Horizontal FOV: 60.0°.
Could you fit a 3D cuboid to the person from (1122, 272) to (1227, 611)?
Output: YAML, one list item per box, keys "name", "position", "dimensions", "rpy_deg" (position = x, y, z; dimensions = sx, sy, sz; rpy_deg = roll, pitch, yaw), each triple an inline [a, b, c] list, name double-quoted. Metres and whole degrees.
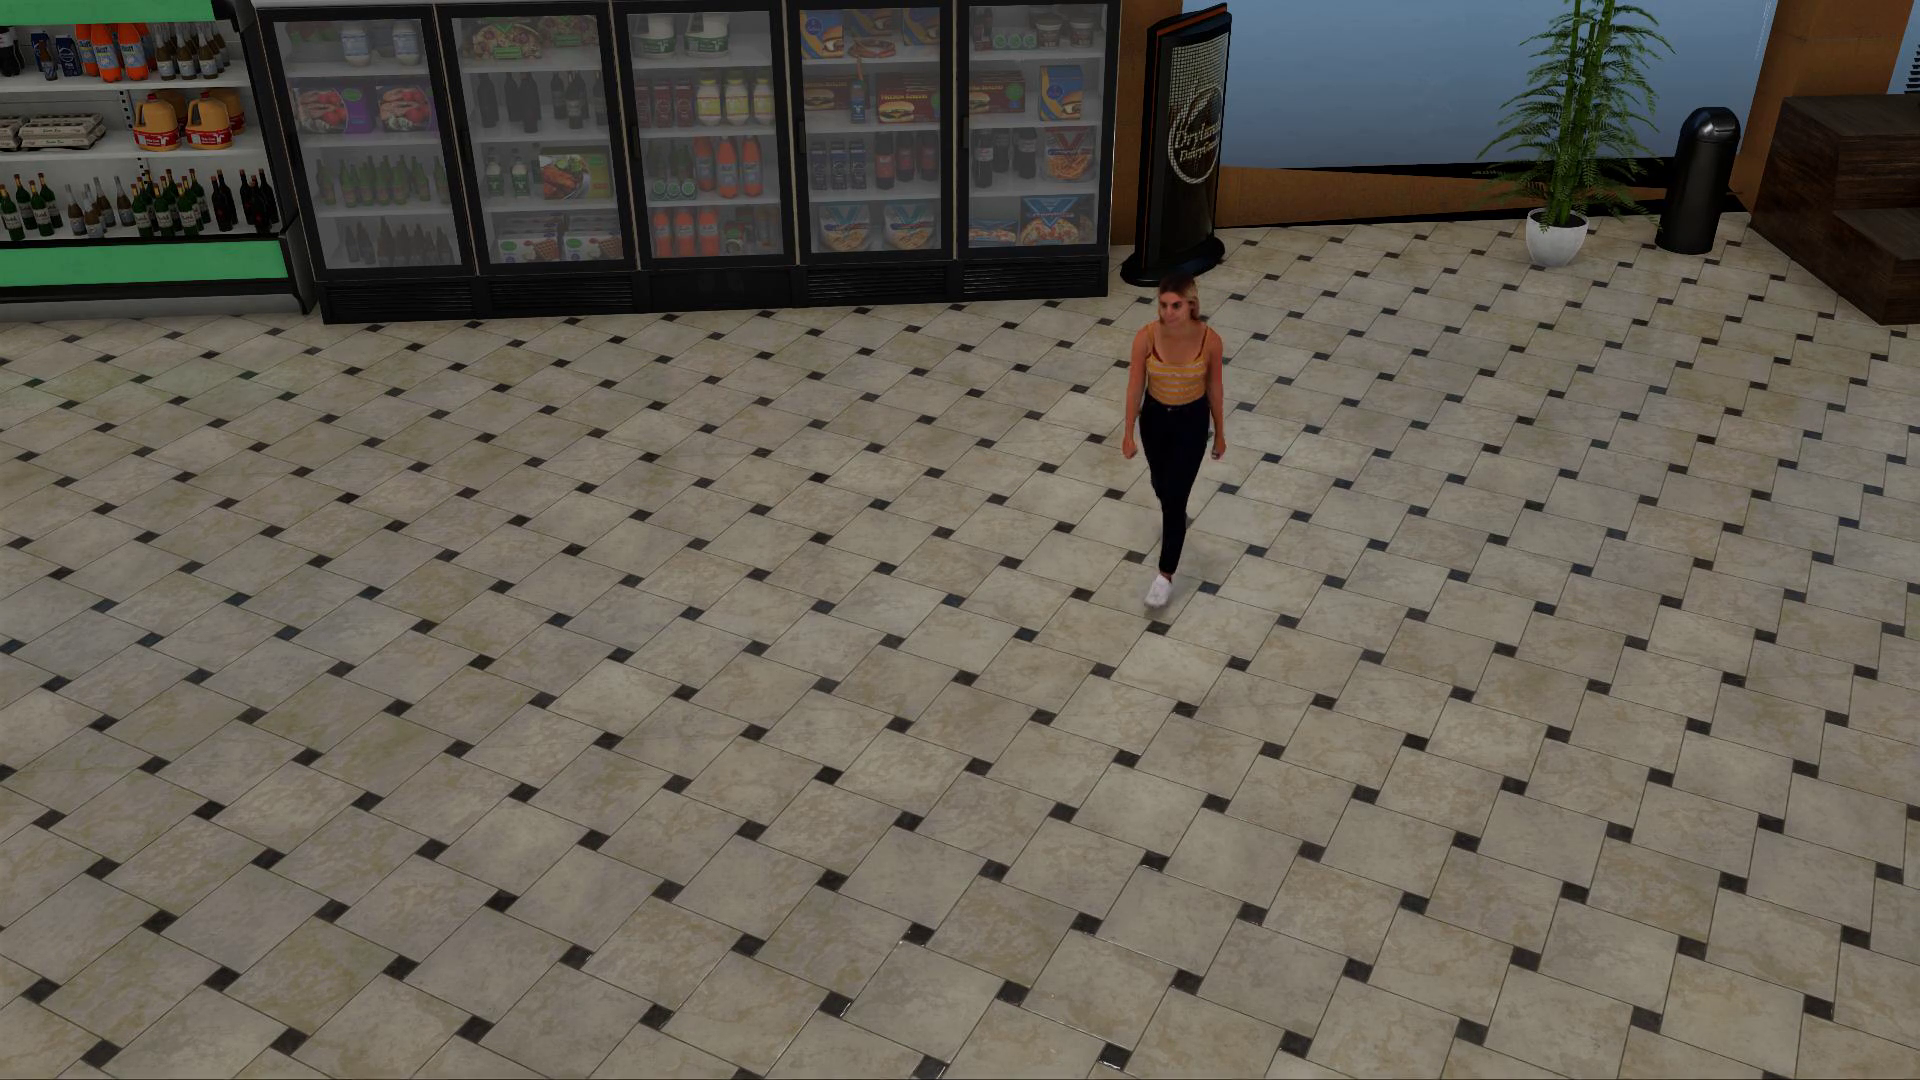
- name: "person"
  position: [1.019, -0.547, 7.859]
  dimensions: [1.160, 1.587, 0.958]
  rpy_deg: [5, 32, 9]
